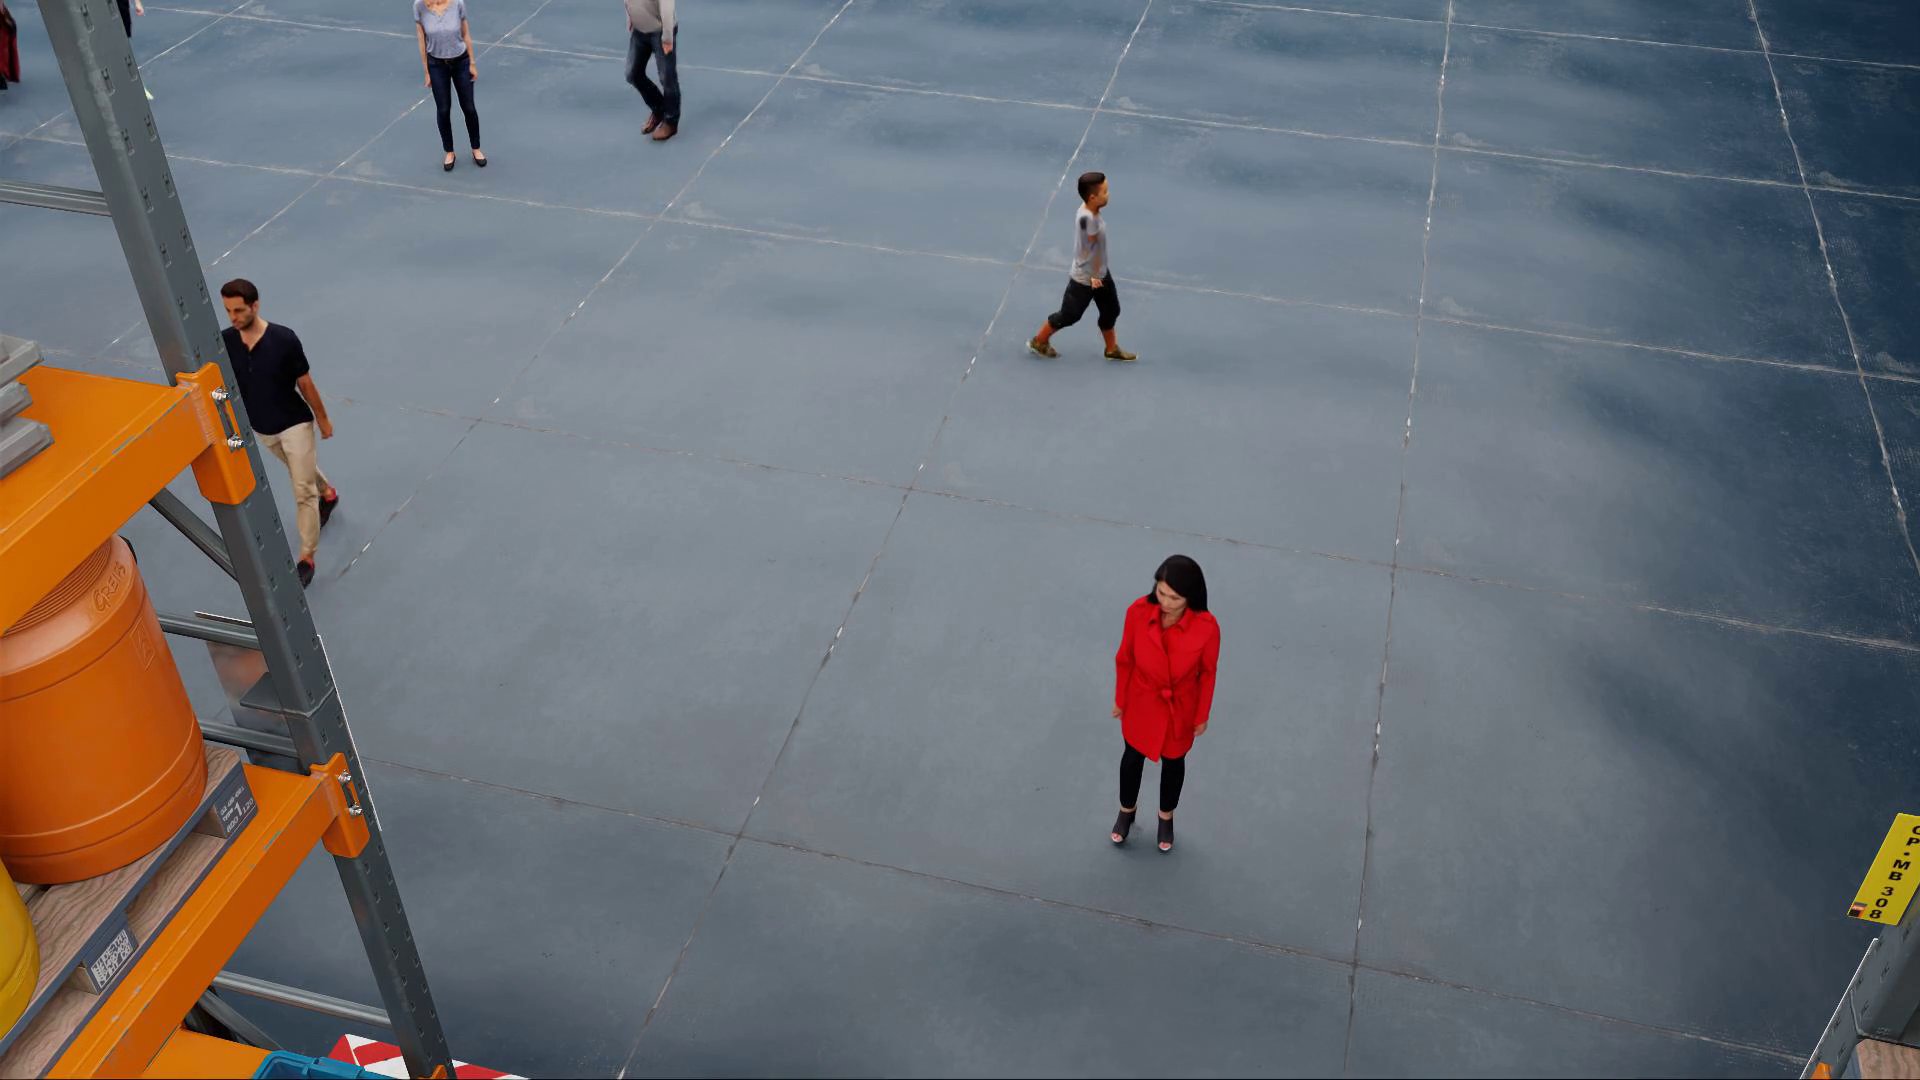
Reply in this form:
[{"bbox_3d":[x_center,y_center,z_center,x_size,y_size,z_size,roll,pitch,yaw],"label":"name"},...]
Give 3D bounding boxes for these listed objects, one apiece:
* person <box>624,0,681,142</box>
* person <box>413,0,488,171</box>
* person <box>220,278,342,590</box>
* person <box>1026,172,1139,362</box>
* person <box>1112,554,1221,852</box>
[{"bbox_3d":[-2.543,-4.342,14.081,0.842,1.899,0.798,23,44,27],"label":"person"},{"bbox_3d":[-4.203,-3.918,13.682,0.653,1.722,0.667,-10,39,-13],"label":"person"},{"bbox_3d":[-3.842,-0.707,9.508,0.832,1.809,1.232,3,38,3],"label":"person"},{"bbox_3d":[0.808,-1.859,11.290,0.732,1.426,0.982,4,38,5],"label":"person"},{"bbox_3d":[0.929,0.760,7.680,0.605,1.751,0.599,10,39,13],"label":"person"}]
